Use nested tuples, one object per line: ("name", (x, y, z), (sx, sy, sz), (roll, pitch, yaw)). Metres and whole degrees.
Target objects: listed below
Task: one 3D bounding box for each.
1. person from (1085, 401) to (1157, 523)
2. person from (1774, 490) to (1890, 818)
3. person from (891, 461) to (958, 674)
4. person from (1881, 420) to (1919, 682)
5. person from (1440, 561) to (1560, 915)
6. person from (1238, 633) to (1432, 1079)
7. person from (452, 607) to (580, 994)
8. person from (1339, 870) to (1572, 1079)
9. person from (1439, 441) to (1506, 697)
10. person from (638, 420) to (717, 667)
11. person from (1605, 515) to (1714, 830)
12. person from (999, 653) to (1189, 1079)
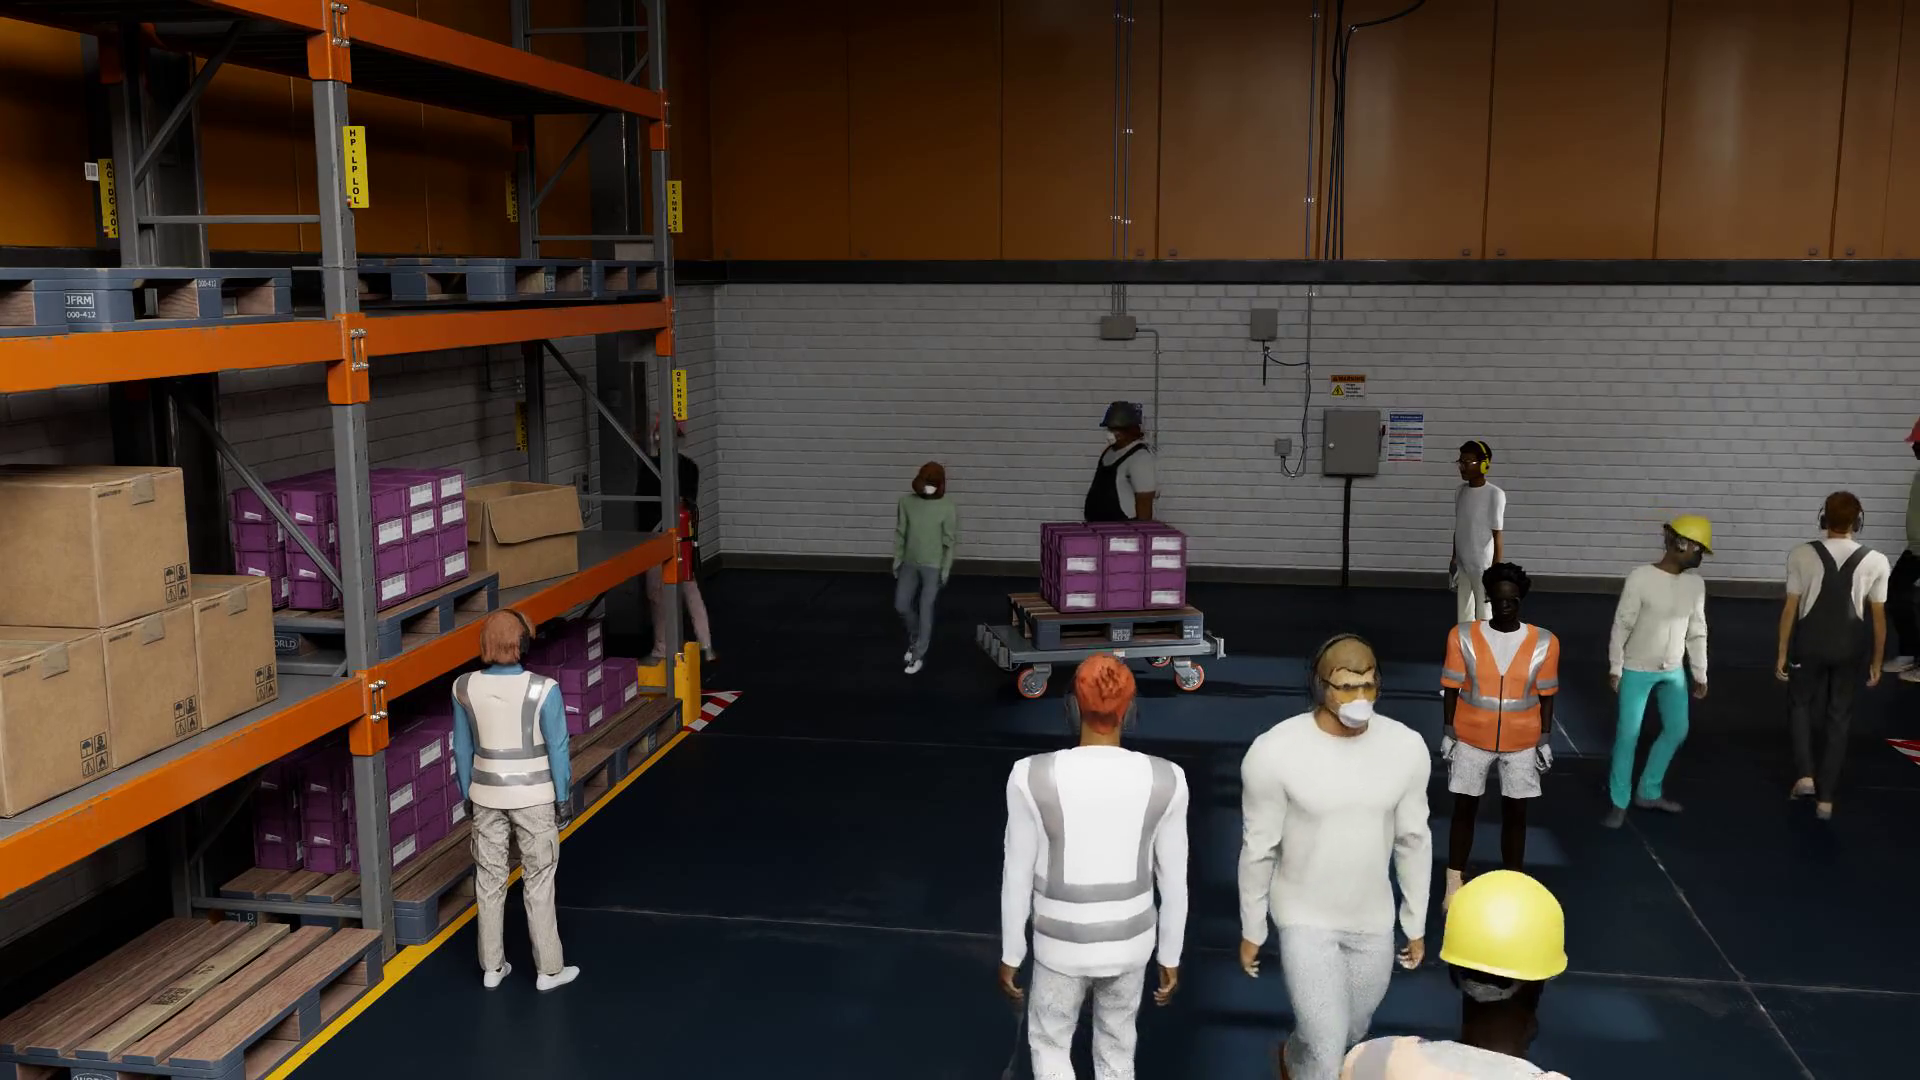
("person", (1.390, -0.154, 13.443), (0.901, 2.000, 0.687), (-2, 9, -14))
("person", (4.836, 0.631, 9.254), (0.550, 1.826, 0.414), (4, 10, 21))
("person", (-0.265, 0.203, 12.512), (0.537, 1.616, 0.366), (4, 10, 22))
("person", (7.068, 0.080, 12.224), (0.514, 1.976, 0.617), (1, 9, 5))
("person", (2.508, 0.936, 7.776), (0.531, 1.698, 0.320), (2, 9, 14))
("person", (1.197, 1.212, 5.463), (0.639, 1.913, 0.904), (-2, 9, -12))
("person", (-1.867, 1.097, 6.974), (0.511, 1.638, 0.309), (2, 9, 11))
("person", (1.002, 1.570, 3.203), (0.616, 1.912, 0.411), (7, 12, 37))
("person", (3.603, 0.228, 11.662), (0.323, 1.862, 0.510), (-4, 10, -21))
("person", (-2.166, 0.012, 12.684), (0.532, 1.959, 0.710), (5, 10, 29))
("person", (3.792, 0.720, 9.061), (0.615, 1.727, 0.345), (-3, 10, -16))
("person", (0.423, 1.277, 5.151), (0.593, 1.865, 0.548), (-1, 9, -6))
